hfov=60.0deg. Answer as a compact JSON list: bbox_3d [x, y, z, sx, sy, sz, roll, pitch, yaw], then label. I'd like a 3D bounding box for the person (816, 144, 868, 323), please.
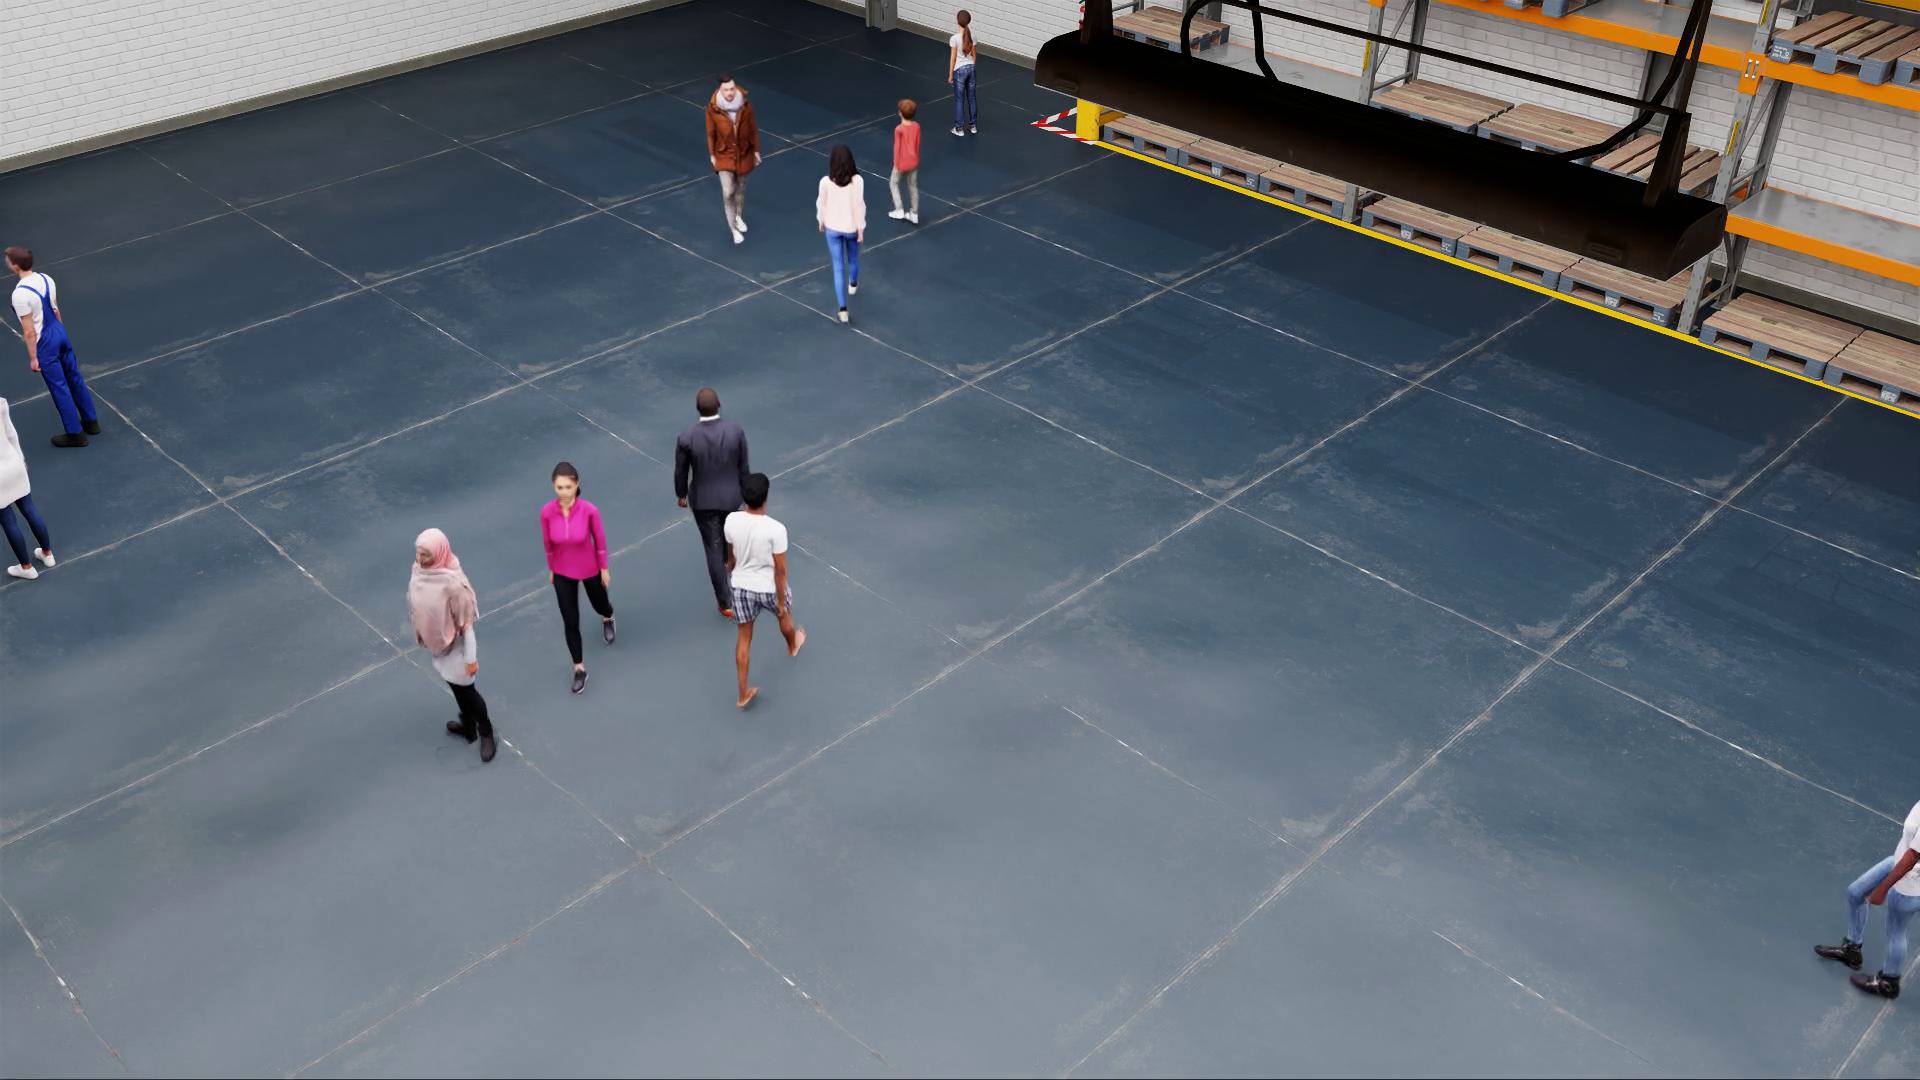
[{"bbox_3d":[-1.170,-3.010,16.537,1.103,1.715,1.206,-2,34,-3],"label":"person"}]

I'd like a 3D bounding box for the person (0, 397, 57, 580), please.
[{"bbox_3d":[-7.338,-0.510,12.721,0.625,1.776,0.668,16,37,23],"label":"person"}]

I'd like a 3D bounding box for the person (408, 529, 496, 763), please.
[{"bbox_3d":[-3.344,0.664,10.935,0.799,1.798,0.522,-24,41,-32],"label":"person"}]

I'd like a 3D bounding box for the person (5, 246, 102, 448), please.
[{"bbox_3d":[-7.897,-1.690,14.433,0.746,1.847,0.721,6,34,9],"label":"person"}]

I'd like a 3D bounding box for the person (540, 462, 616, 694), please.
[{"bbox_3d":[-2.677,0.185,11.768,0.997,1.674,1.088,-2,34,-3],"label":"person"}]

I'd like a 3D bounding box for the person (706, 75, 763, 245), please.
[{"bbox_3d":[-2.506,-4.225,18.282,0.903,1.807,1.097,-15,37,-22],"label":"person"}]

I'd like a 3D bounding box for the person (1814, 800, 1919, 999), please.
[{"bbox_3d":[5.307,1.896,9.160,0.765,1.711,0.694,19,38,26],"label":"person"}]

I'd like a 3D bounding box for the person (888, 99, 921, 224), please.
[{"bbox_3d":[-0.561,-4.212,18.626,0.565,1.404,0.625,-24,40,-31],"label":"person"}]

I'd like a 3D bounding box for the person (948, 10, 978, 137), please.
[{"bbox_3d":[0.049,-5.935,21.075,0.593,1.562,0.594,-16,37,-23],"label":"person"}]

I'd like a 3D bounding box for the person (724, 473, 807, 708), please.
[{"bbox_3d":[-1.426,0.386,11.452,1.155,1.688,1.077,9,35,13],"label":"person"}]

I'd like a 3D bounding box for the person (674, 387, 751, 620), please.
[{"bbox_3d":[-1.795,-0.246,12.322,1.065,1.777,1.306,-10,35,-14],"label":"person"}]
